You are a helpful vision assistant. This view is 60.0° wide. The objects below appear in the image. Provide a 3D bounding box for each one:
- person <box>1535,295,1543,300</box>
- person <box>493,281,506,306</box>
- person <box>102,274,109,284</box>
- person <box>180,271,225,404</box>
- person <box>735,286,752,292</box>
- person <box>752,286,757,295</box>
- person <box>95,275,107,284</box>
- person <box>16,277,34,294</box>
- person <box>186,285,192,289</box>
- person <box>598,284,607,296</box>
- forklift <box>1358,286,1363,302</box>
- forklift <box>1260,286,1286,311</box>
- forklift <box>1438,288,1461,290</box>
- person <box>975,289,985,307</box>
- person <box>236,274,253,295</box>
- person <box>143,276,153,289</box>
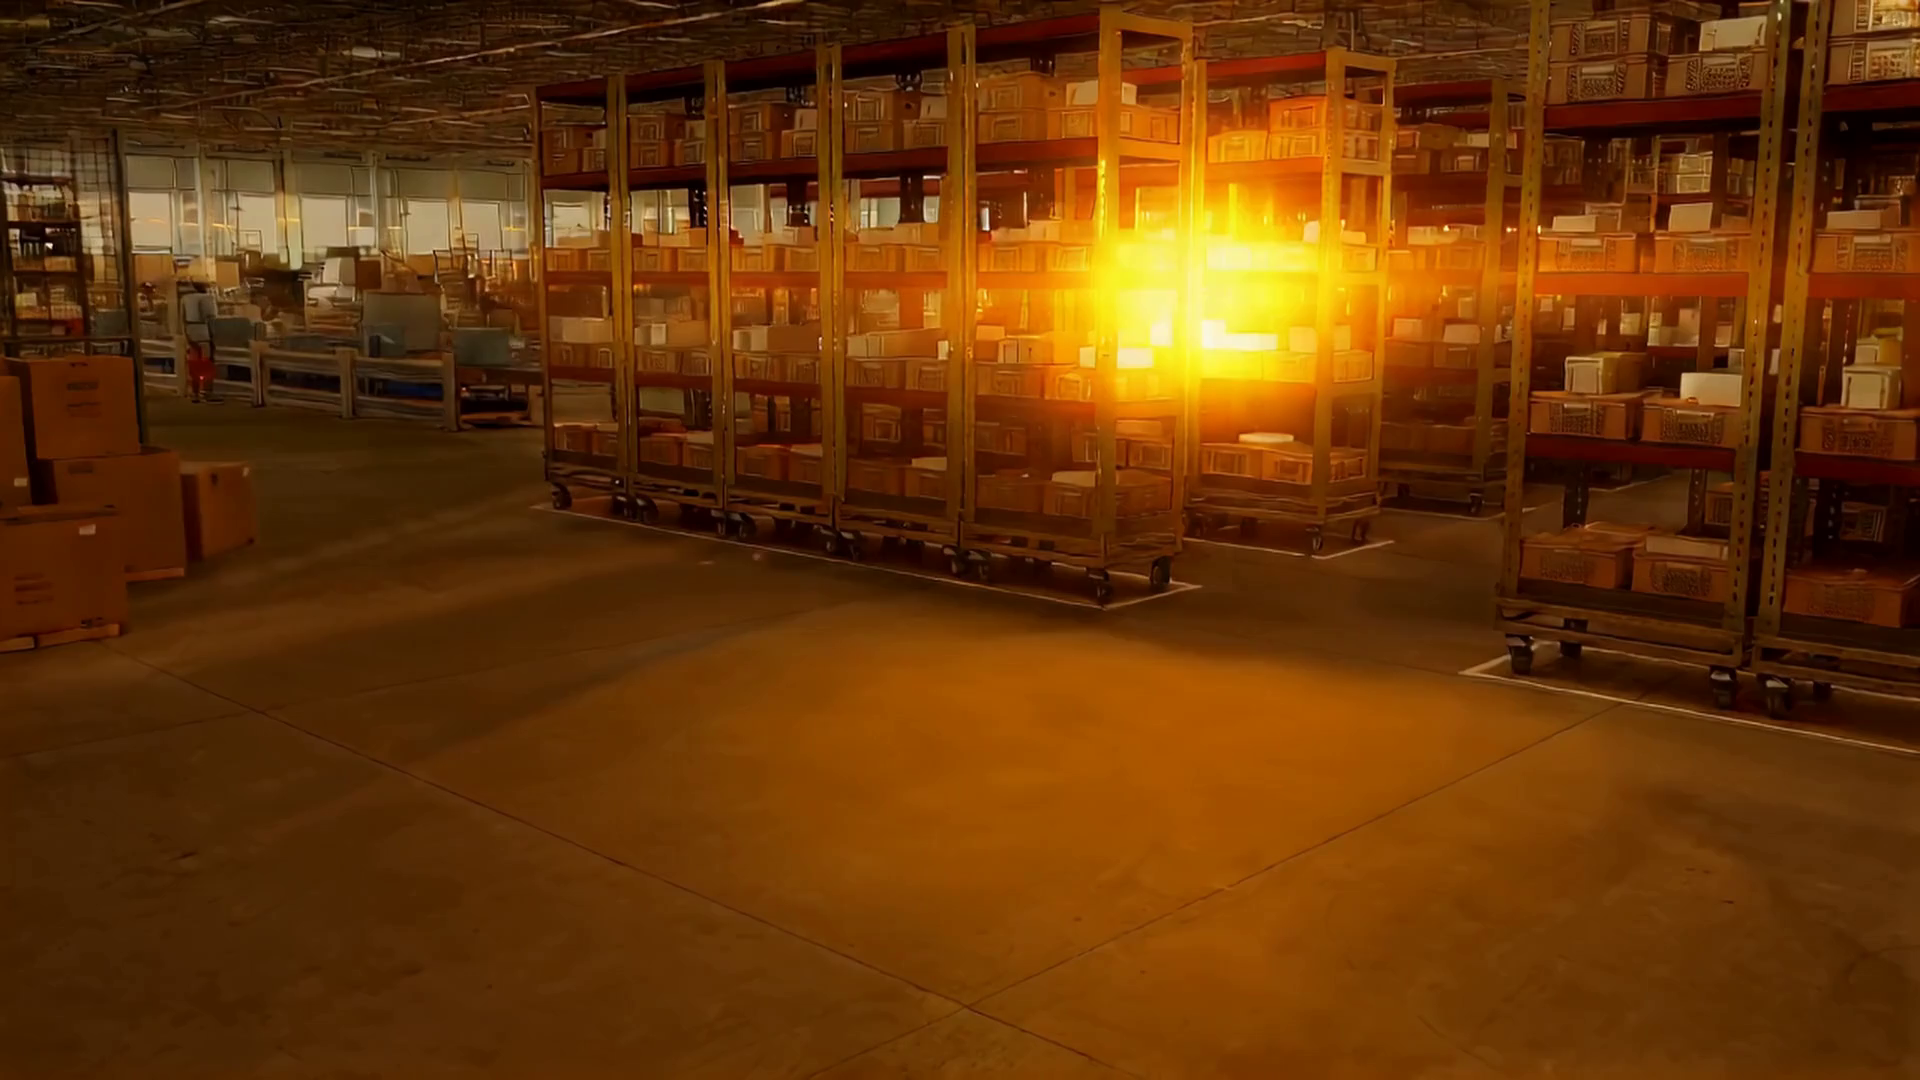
[{"bbox_3d":[15.423,-6.149,44.906,0.585,1.824,0.404,1,9,7],"label":"person"},{"bbox_3d":[-16.223,-8.315,58.577,0.536,1.693,0.320,7,11,35],"label":"person"},{"bbox_3d":[-41.410,-11.973,80.585,0.461,1.824,0.650,-3,10,-19],"label":"person"},{"bbox_3d":[-11.649,-3.104,25.561,0.605,2.036,0.388,4,10,25],"label":"person"},{"bbox_3d":[-8.463,-9.570,65.189,0.679,2.000,0.542,0,9,-2],"label":"person"},{"bbox_3d":[-9.939,-11.734,79.701,0.381,1.624,0.538,6,11,31],"label":"person"},{"bbox_3d":[-39.216,-11.196,75.961,0.988,1.792,0.629,3,10,17],"label":"person"},{"bbox_3d":[-29.807,-7.539,53.098,0.539,1.929,0.383,-9,13,-44],"label":"person"},{"bbox_3d":[-26.979,-8.378,58.460,0.563,1.857,0.334,2,10,14],"label":"person"},{"bbox_3d":[-13.473,-9.061,62.524,0.428,1.908,0.641,5,10,28],"label":"person"},{"bbox_3d":[11.100,-7.017,46.970,1.873,2.768,1.129,9,13,43],"label":"forklift"},{"bbox_3d":[10.822,-9.110,59.801,1.873,2.768,1.129,9,13,43],"label":"forklift"},{"bbox_3d":[18.279,-9.532,62.387,1.129,2.768,1.873,8,12,41],"label":"forklift"},{"bbox_3d":[0.716,-7.809,55.315,0.550,1.722,0.885,-9,13,-43],"label":"person"},{"bbox_3d":[-26.871,-9.040,62.479,0.709,1.859,0.686,6,11,34],"label":"person"},{"bbox_3d":[-26.985,-7.890,55.488,0.794,1.849,0.529,-5,10,-27],"label":"person"}]
